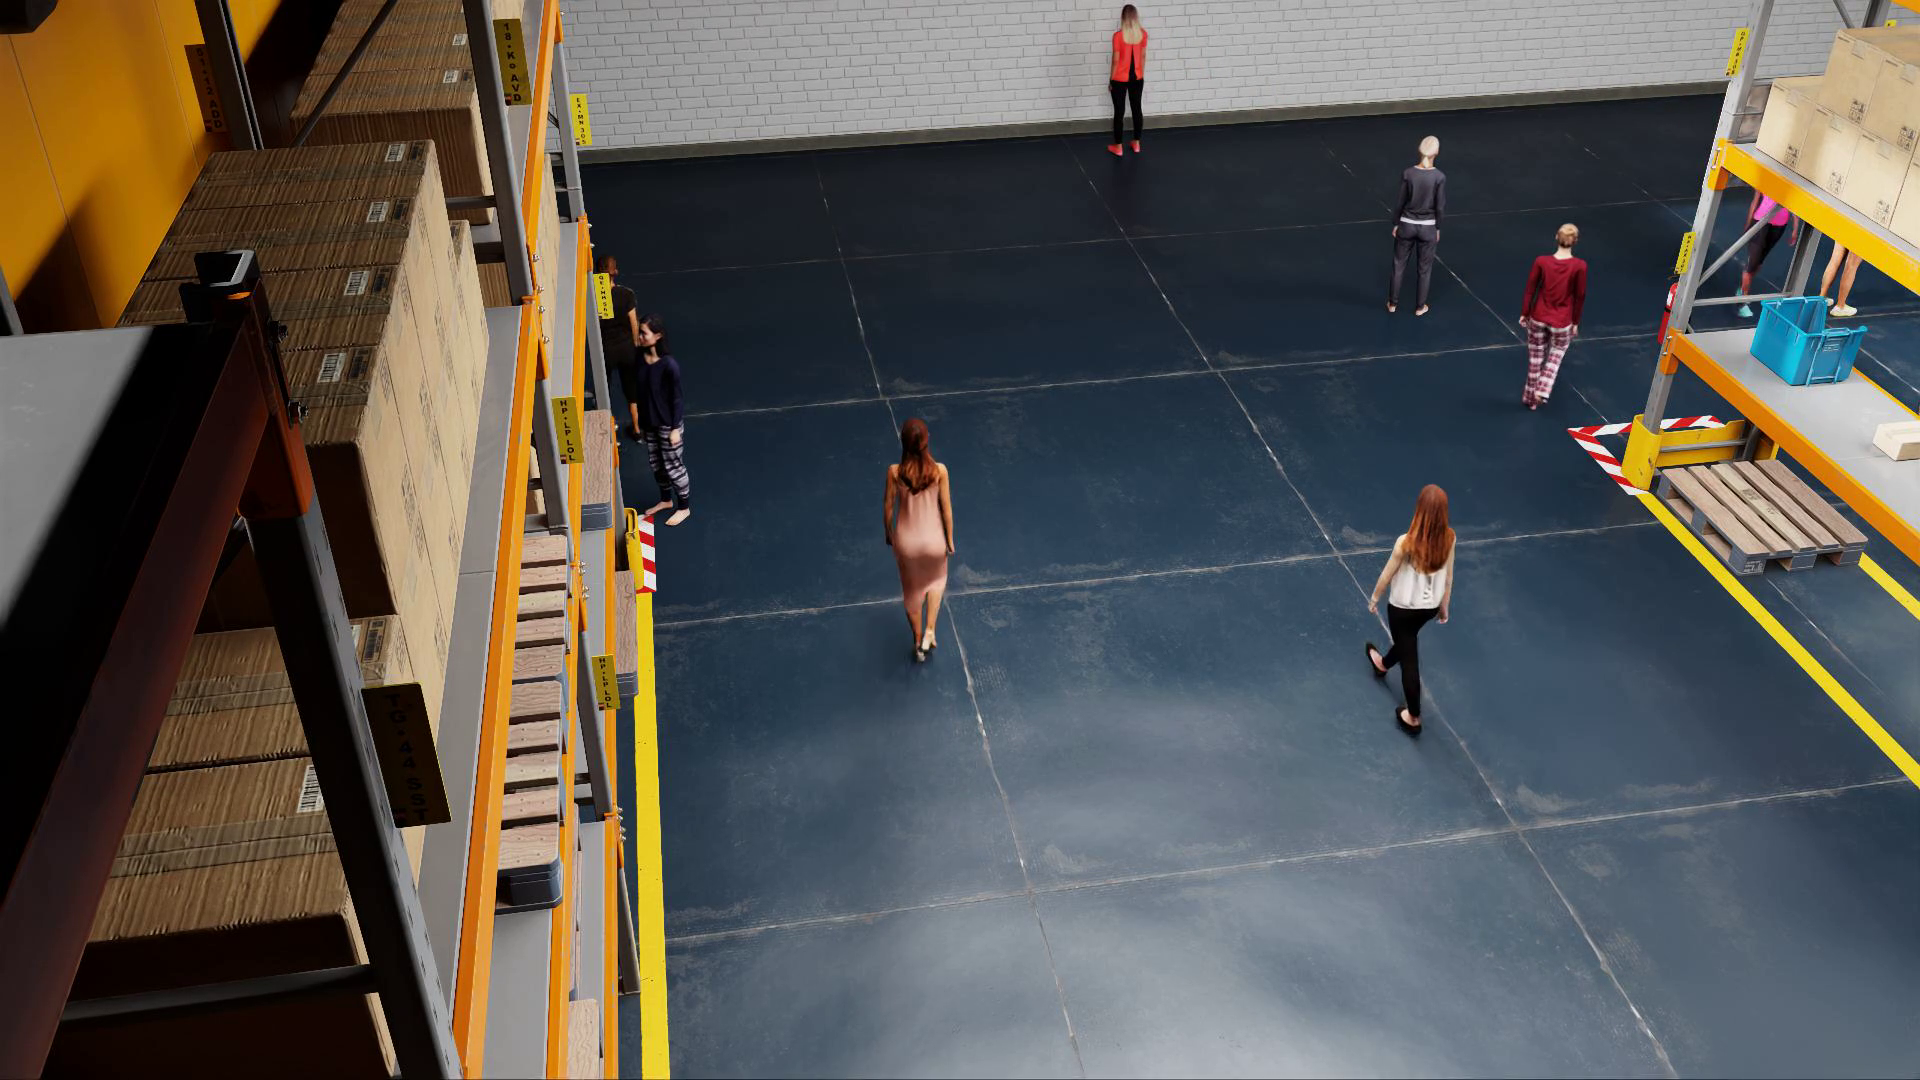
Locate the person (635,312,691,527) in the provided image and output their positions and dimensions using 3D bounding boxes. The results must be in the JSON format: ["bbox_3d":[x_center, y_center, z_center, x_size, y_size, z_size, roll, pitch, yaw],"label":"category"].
[{"bbox_3d":[-2.235,-0.920,12.472,0.660,1.734,0.739,25,41,32],"label":"person"}]

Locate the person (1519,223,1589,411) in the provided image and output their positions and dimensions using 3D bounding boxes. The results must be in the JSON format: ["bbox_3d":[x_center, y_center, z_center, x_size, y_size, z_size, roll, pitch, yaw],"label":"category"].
[{"bbox_3d":[4.928,-1.824,13.868,0.748,1.694,0.769,13,36,18],"label":"person"}]

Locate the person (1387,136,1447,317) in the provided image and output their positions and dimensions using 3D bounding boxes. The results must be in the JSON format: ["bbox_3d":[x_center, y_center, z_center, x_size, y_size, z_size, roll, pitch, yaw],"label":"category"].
[{"bbox_3d":[4.269,-2.933,15.507,0.685,1.725,0.697,13,36,19],"label":"person"}]

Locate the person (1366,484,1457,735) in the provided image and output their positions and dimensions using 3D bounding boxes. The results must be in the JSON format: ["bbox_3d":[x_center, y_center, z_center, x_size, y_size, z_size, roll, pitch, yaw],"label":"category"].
[{"bbox_3d":[2.885,0.475,10.423,0.690,1.679,1.073,-9,35,-14],"label":"person"}]

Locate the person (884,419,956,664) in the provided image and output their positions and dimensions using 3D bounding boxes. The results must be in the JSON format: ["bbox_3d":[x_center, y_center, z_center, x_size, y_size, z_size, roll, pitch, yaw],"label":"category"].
[{"bbox_3d":[-0.270,0.068,10.905,0.685,1.823,0.679,2,34,3],"label":"person"}]

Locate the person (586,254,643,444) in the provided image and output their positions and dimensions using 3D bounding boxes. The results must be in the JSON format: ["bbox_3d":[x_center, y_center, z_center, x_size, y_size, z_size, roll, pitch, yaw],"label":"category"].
[{"bbox_3d":[-2.766,-1.515,13.428,0.666,1.666,0.605,-17,37,-24],"label":"person"}]

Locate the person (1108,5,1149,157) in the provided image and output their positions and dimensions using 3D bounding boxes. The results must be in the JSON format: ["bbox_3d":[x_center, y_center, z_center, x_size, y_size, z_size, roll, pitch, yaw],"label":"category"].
[{"bbox_3d":[1.921,-5.275,19.059,0.633,1.694,0.589,-12,36,-18],"label":"person"}]

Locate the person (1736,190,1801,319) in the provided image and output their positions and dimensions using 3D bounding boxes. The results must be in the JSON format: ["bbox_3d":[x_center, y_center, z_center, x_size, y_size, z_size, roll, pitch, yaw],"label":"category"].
[{"bbox_3d":[7.573,-2.992,15.628,0.694,1.691,1.013,2,34,3],"label":"person"}]
